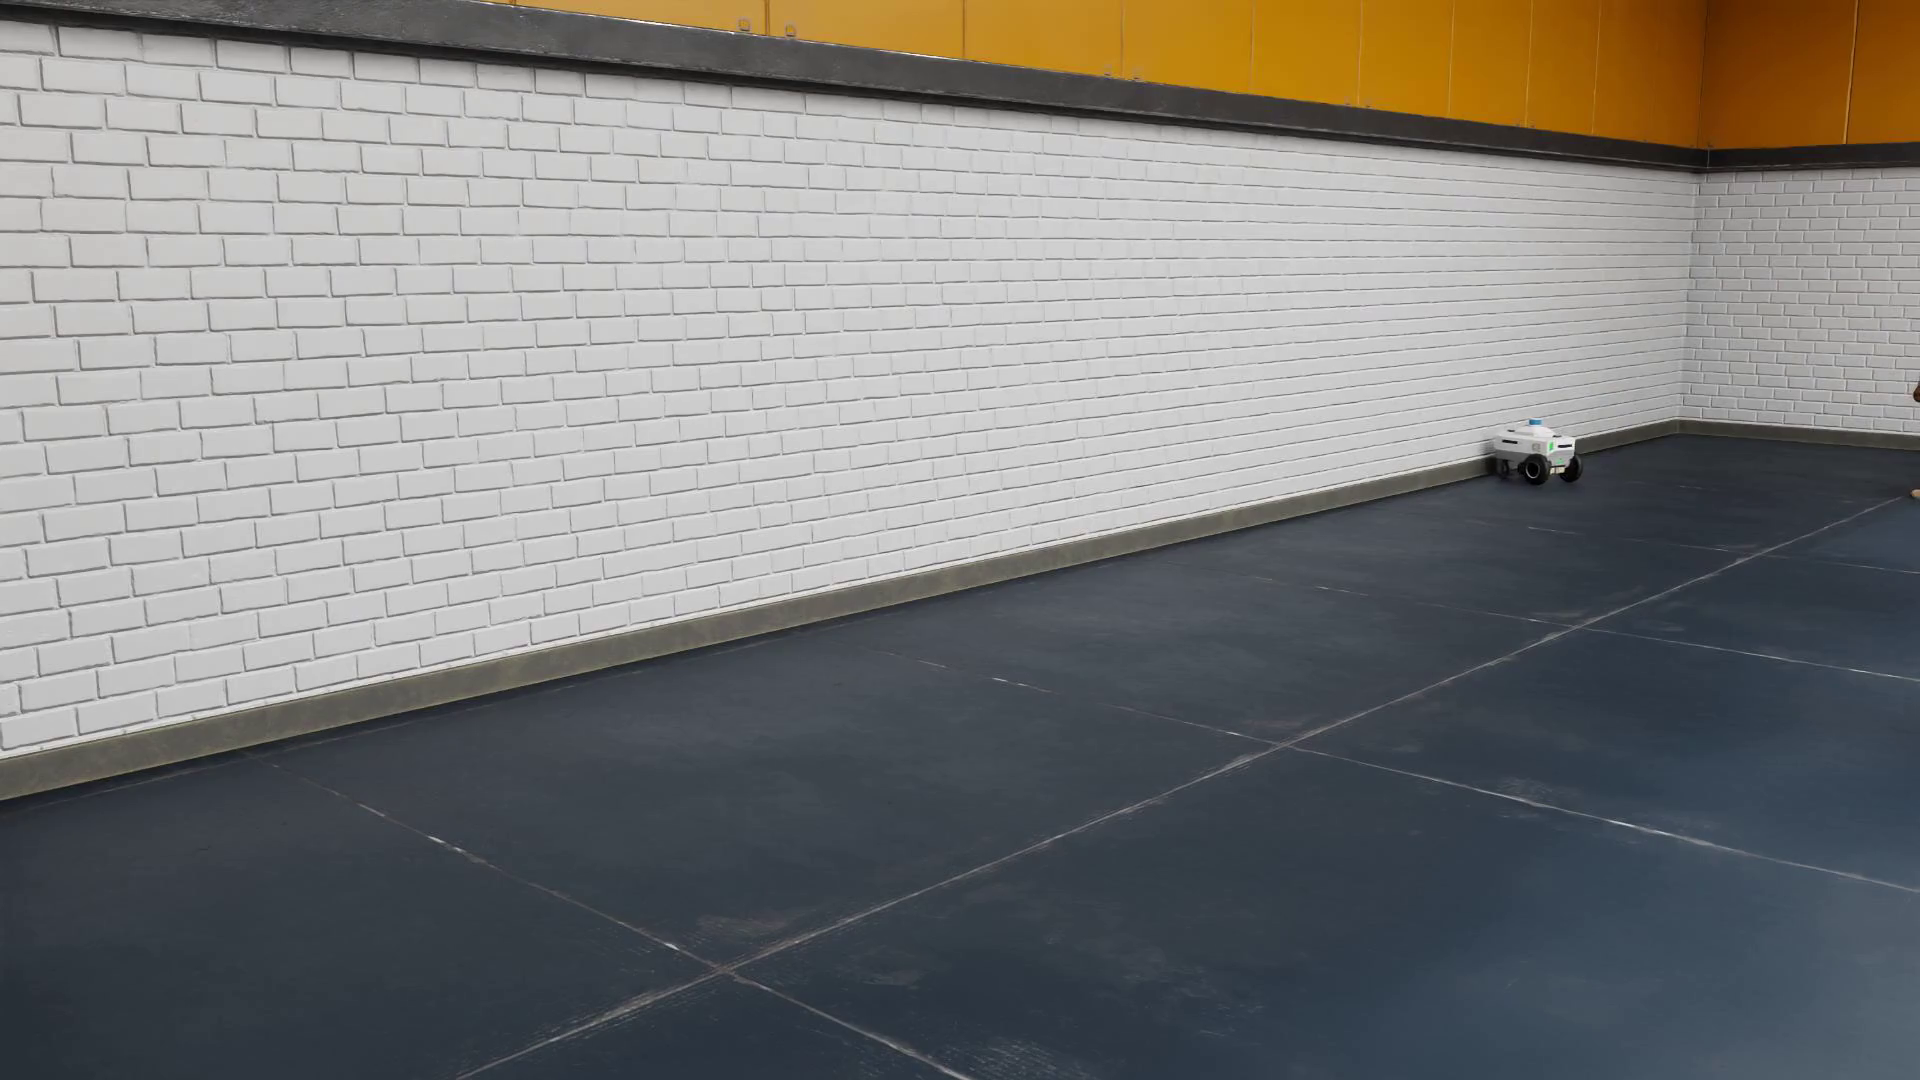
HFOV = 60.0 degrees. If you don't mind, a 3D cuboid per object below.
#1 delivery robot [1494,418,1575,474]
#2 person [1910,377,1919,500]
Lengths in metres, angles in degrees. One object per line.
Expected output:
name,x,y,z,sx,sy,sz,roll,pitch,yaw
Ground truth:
delivery robot,5.121,-0.845,14.853,0.477,0.478,0.707,-5,11,-29
person,8.119,-1.325,13.620,0.615,2.041,0.384,-1,10,-5
